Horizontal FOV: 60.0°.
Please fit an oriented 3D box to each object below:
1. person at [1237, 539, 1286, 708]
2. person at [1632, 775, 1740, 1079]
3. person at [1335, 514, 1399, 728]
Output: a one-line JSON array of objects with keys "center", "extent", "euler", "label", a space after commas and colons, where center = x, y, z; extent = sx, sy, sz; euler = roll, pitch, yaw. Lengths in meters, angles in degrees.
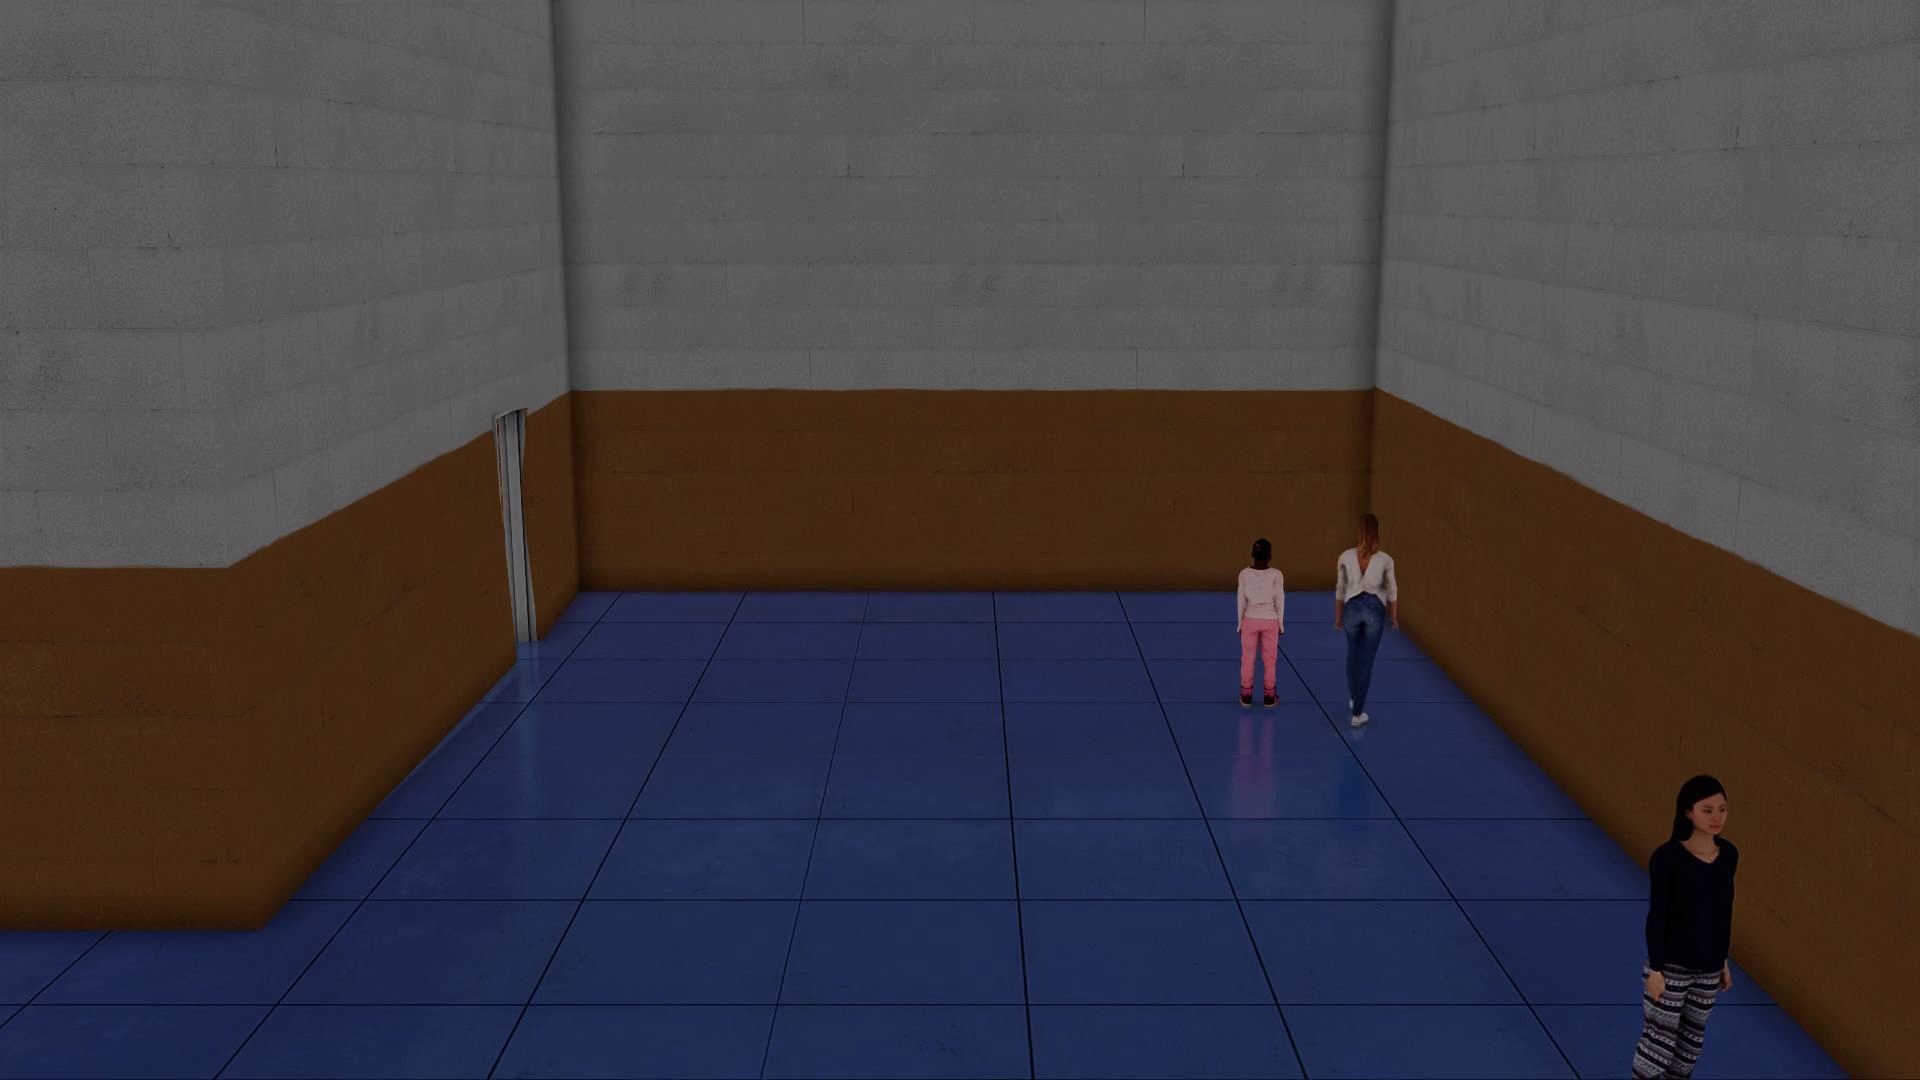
[{"center": [2.510, 0.675, 13.886], "extent": [0.510, 1.443, 0.647], "euler": [3, 12, 13], "label": "person"}, {"center": [3.250, 1.877, 7.469], "extent": [0.546, 1.734, 0.717], "euler": [-3, 12, -16], "label": "person"}, {"center": [3.215, 0.660, 13.326], "extent": [0.920, 1.702, 0.914], "euler": [7, 14, 29], "label": "person"}]
